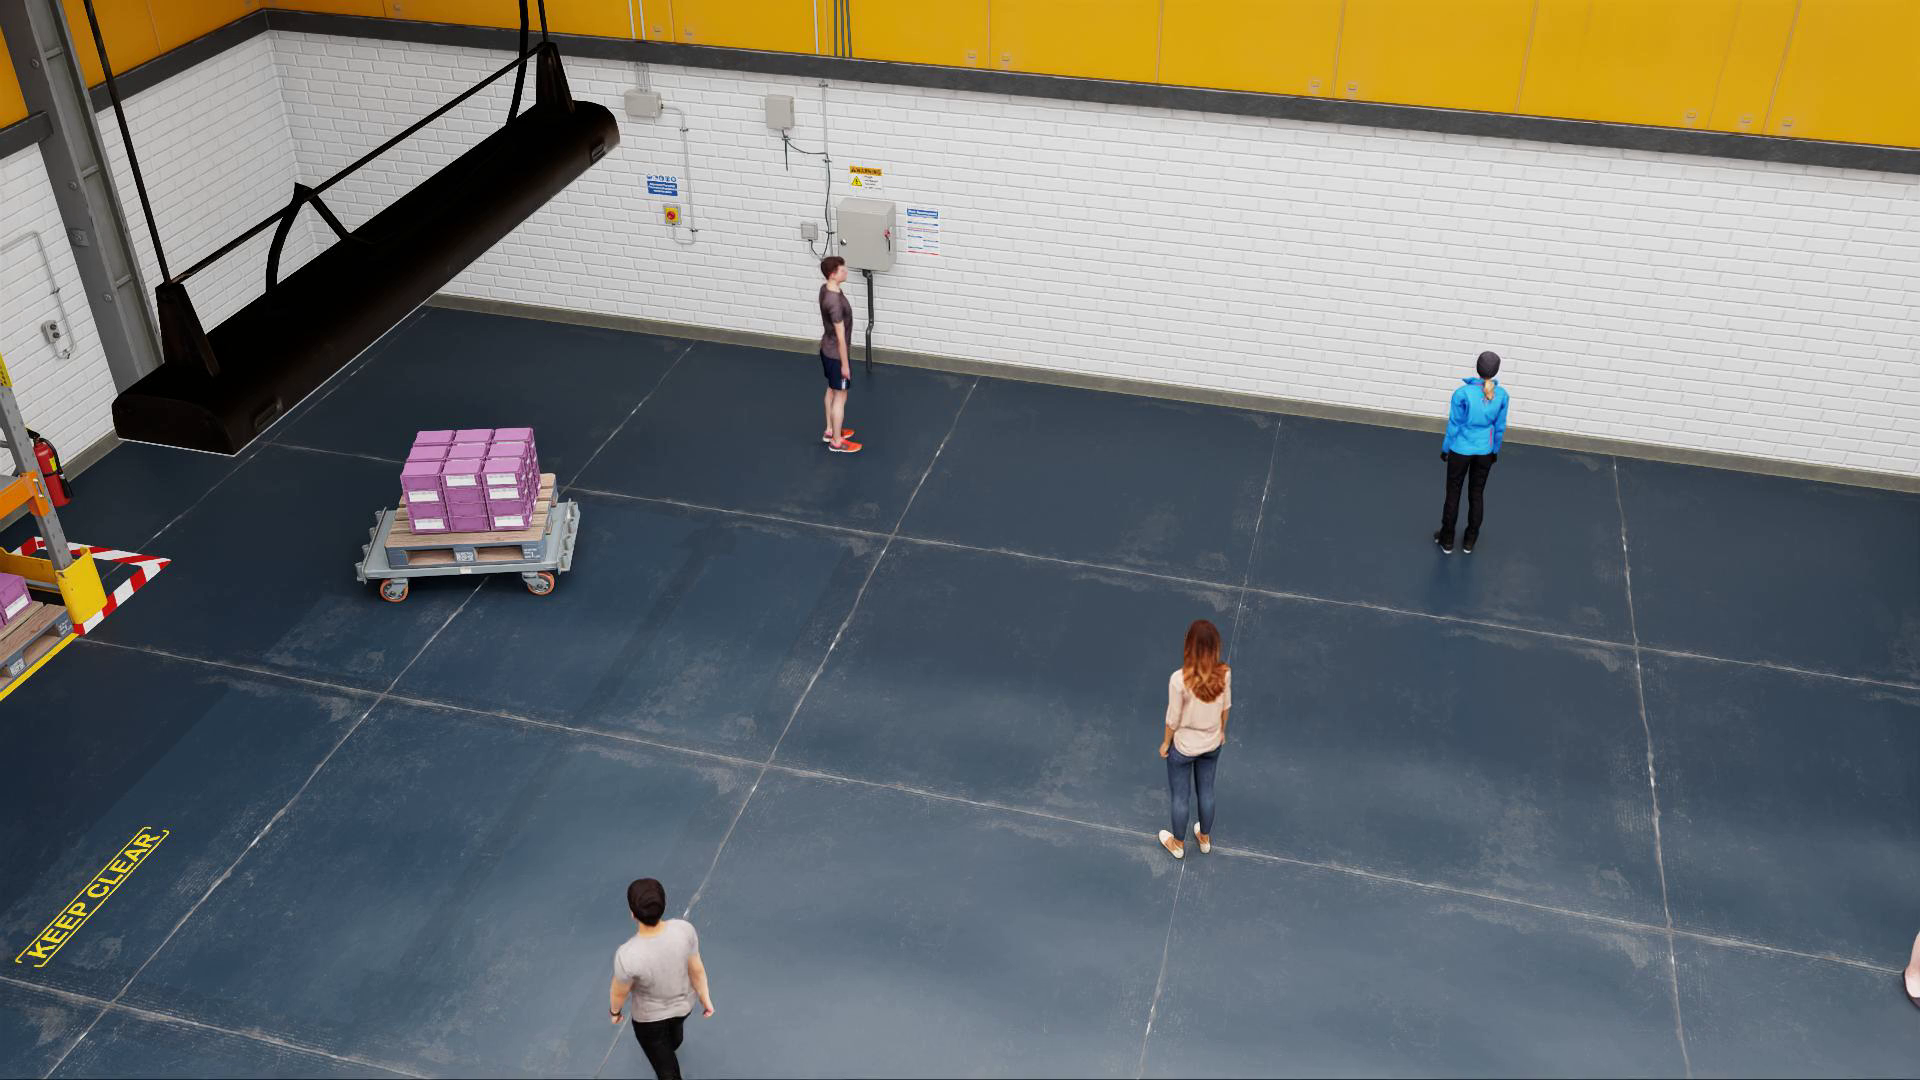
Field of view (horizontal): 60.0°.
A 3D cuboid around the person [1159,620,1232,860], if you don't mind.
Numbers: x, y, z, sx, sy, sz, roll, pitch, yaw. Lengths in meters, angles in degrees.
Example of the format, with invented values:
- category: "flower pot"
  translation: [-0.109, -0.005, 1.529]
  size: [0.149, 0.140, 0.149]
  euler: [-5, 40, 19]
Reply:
- category: "person"
  translation: [1.473, 1.268, 10.432]
  size: [0.675, 1.788, 0.691]
  euler: [-10, 35, -14]

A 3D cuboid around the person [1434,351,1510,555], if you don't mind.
- category: "person"
  translation: [4.112, -0.701, 13.387]
  size: [0.661, 1.797, 0.594]
  euler: [2, 34, 2]

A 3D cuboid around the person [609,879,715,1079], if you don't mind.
- category: "person"
  translation: [-1.519, 2.499, 8.676]
  size: [1.123, 1.683, 1.122]
  euler: [-22, 40, -30]

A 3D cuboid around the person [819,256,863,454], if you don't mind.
- category: "person"
  translation: [-1.104, -1.662, 14.783]
  size: [0.795, 1.851, 0.668]
  euler: [-9, 35, -13]
